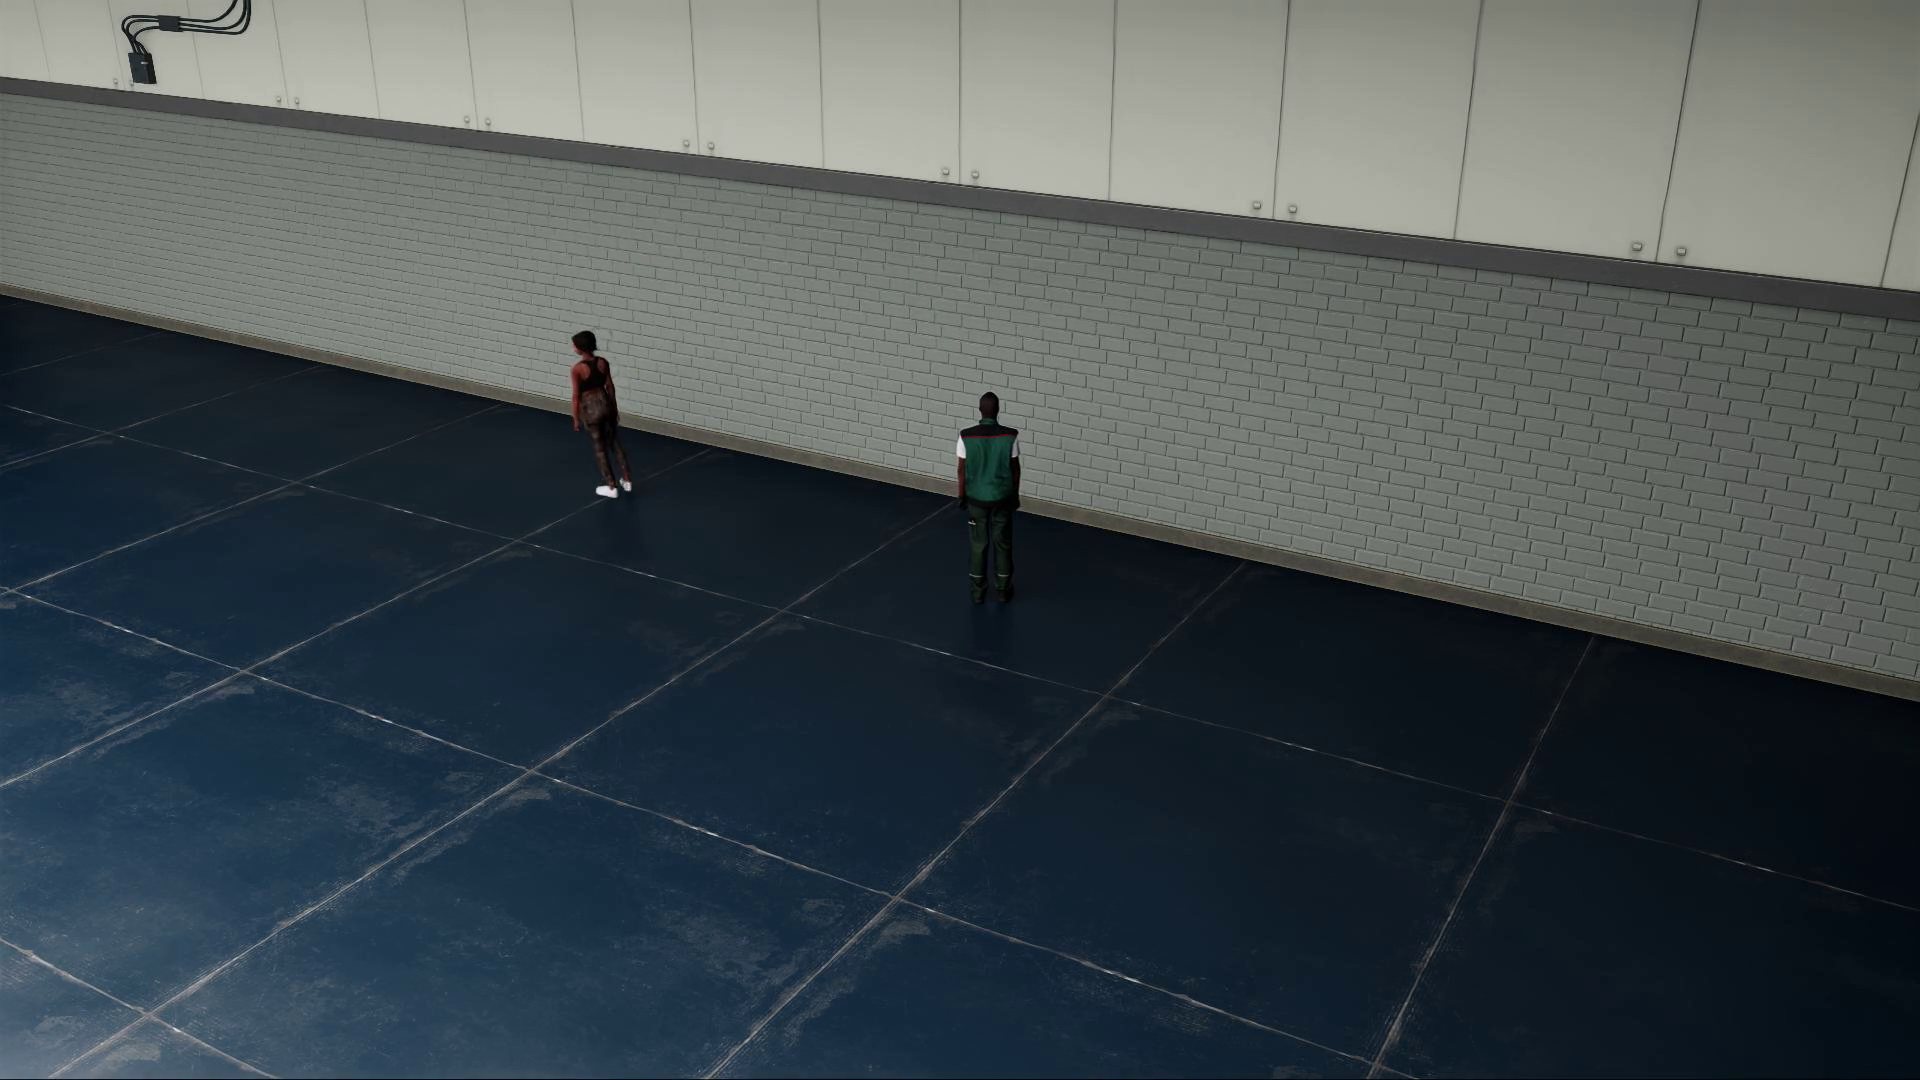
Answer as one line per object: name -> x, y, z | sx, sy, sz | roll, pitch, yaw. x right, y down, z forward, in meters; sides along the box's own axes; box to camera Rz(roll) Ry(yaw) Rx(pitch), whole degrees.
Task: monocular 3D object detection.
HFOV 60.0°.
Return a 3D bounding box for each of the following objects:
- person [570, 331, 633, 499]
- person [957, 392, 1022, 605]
person -> -3.466, -1.202, 16.043 | 0.581, 1.676, 0.796 | -12, 26, -25
person -> 0.249, -0.349, 13.826 | 0.783, 1.839, 0.784 | 0, 23, 1
